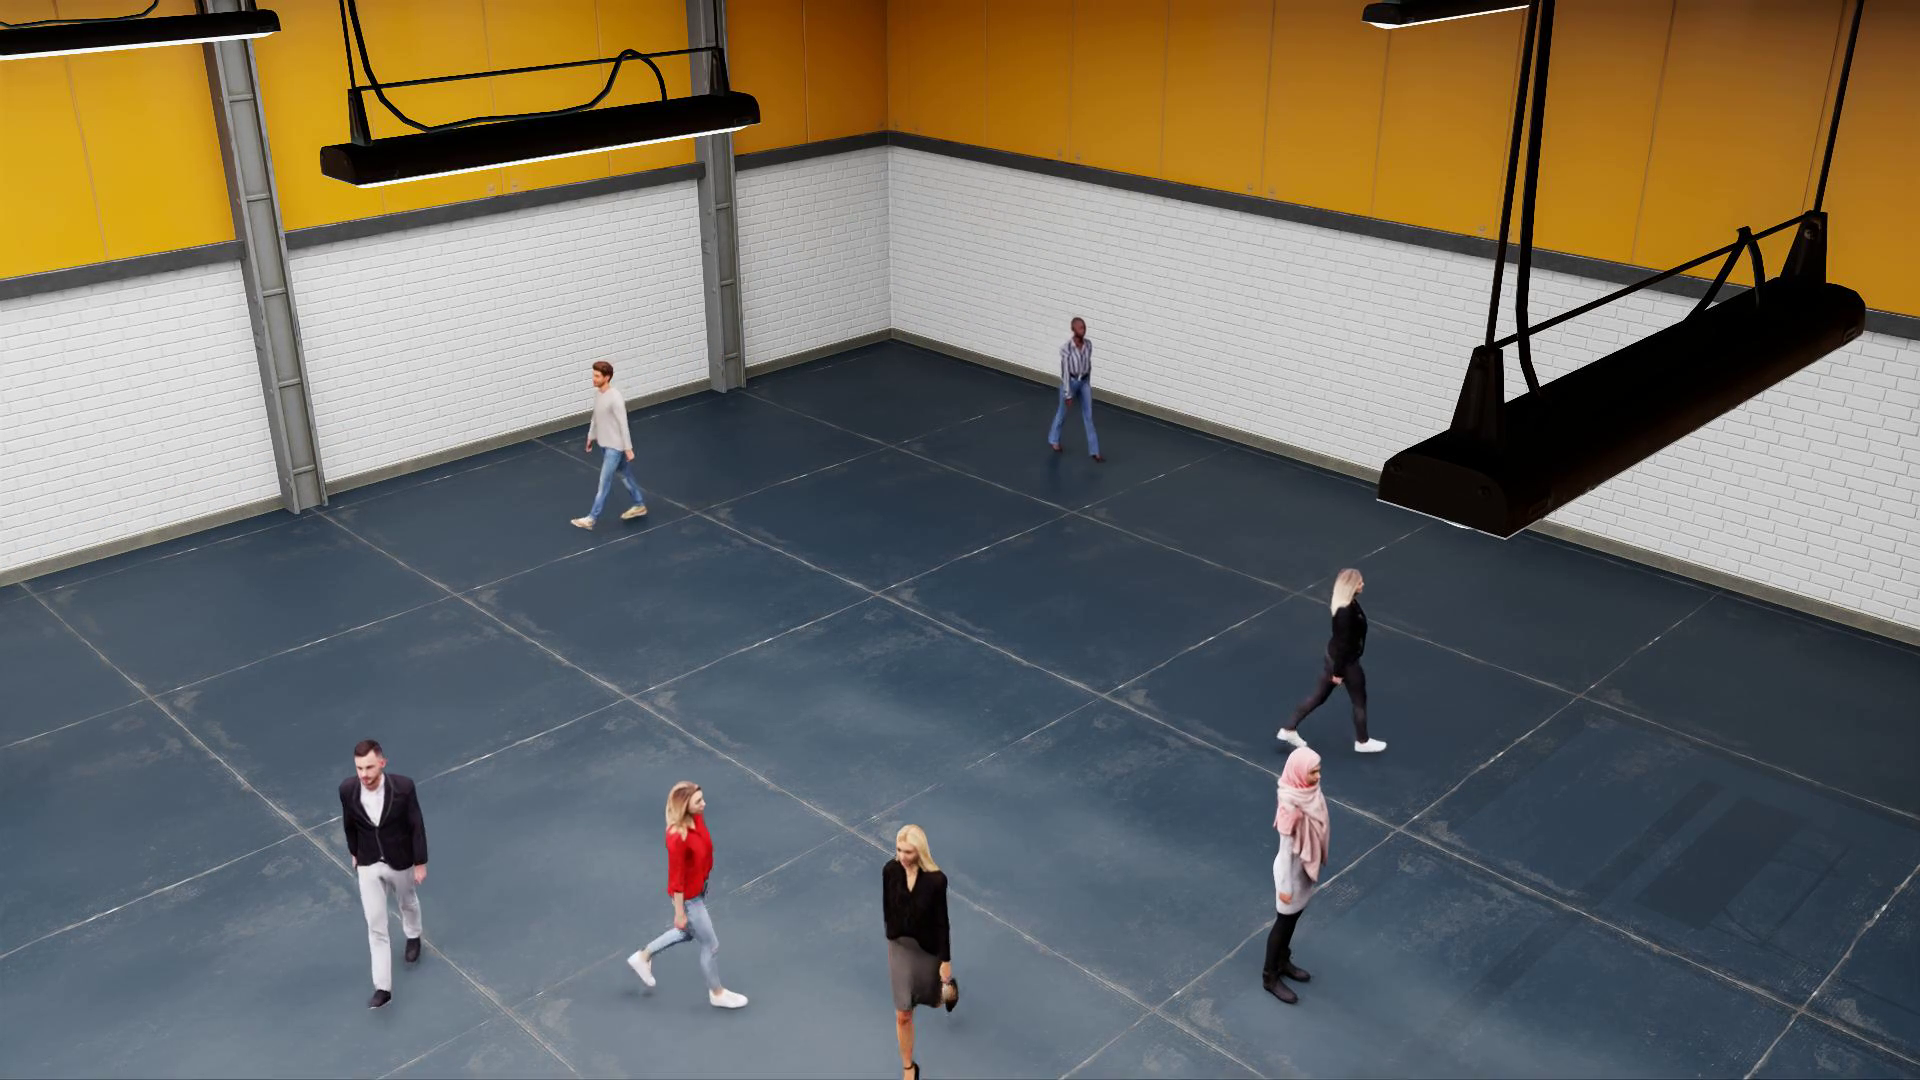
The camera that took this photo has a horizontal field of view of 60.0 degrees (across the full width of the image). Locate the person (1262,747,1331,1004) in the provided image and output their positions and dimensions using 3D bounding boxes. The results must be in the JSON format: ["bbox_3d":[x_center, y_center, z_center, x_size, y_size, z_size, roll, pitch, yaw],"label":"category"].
[{"bbox_3d":[2.172,2.142,10.795,0.751,1.803,0.606,13,27,28],"label":"person"}]

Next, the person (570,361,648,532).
[{"bbox_3d":[-3.664,-1.030,17.992,1.224,1.851,0.797,-17,29,-35],"label":"person"}]

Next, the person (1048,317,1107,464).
[{"bbox_3d":[1.303,-1.789,19.872,1.168,1.735,0.866,-15,28,-31],"label":"person"}]

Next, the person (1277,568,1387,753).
[{"bbox_3d":[3.007,1.018,13.565,1.168,1.644,1.118,1,24,1],"label":"person"}]

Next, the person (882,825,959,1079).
[{"bbox_3d":[-0.209,2.467,10.042,0.932,1.810,1.184,8,25,19],"label":"person"}]

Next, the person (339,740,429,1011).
[{"bbox_3d":[-3.735,2.075,10.958,1.208,1.796,1.209,-2,24,-5],"label":"person"}]

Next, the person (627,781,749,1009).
[{"bbox_3d":[-1.797,2.274,10.644,1.051,1.682,1.073,4,24,9],"label":"person"}]
